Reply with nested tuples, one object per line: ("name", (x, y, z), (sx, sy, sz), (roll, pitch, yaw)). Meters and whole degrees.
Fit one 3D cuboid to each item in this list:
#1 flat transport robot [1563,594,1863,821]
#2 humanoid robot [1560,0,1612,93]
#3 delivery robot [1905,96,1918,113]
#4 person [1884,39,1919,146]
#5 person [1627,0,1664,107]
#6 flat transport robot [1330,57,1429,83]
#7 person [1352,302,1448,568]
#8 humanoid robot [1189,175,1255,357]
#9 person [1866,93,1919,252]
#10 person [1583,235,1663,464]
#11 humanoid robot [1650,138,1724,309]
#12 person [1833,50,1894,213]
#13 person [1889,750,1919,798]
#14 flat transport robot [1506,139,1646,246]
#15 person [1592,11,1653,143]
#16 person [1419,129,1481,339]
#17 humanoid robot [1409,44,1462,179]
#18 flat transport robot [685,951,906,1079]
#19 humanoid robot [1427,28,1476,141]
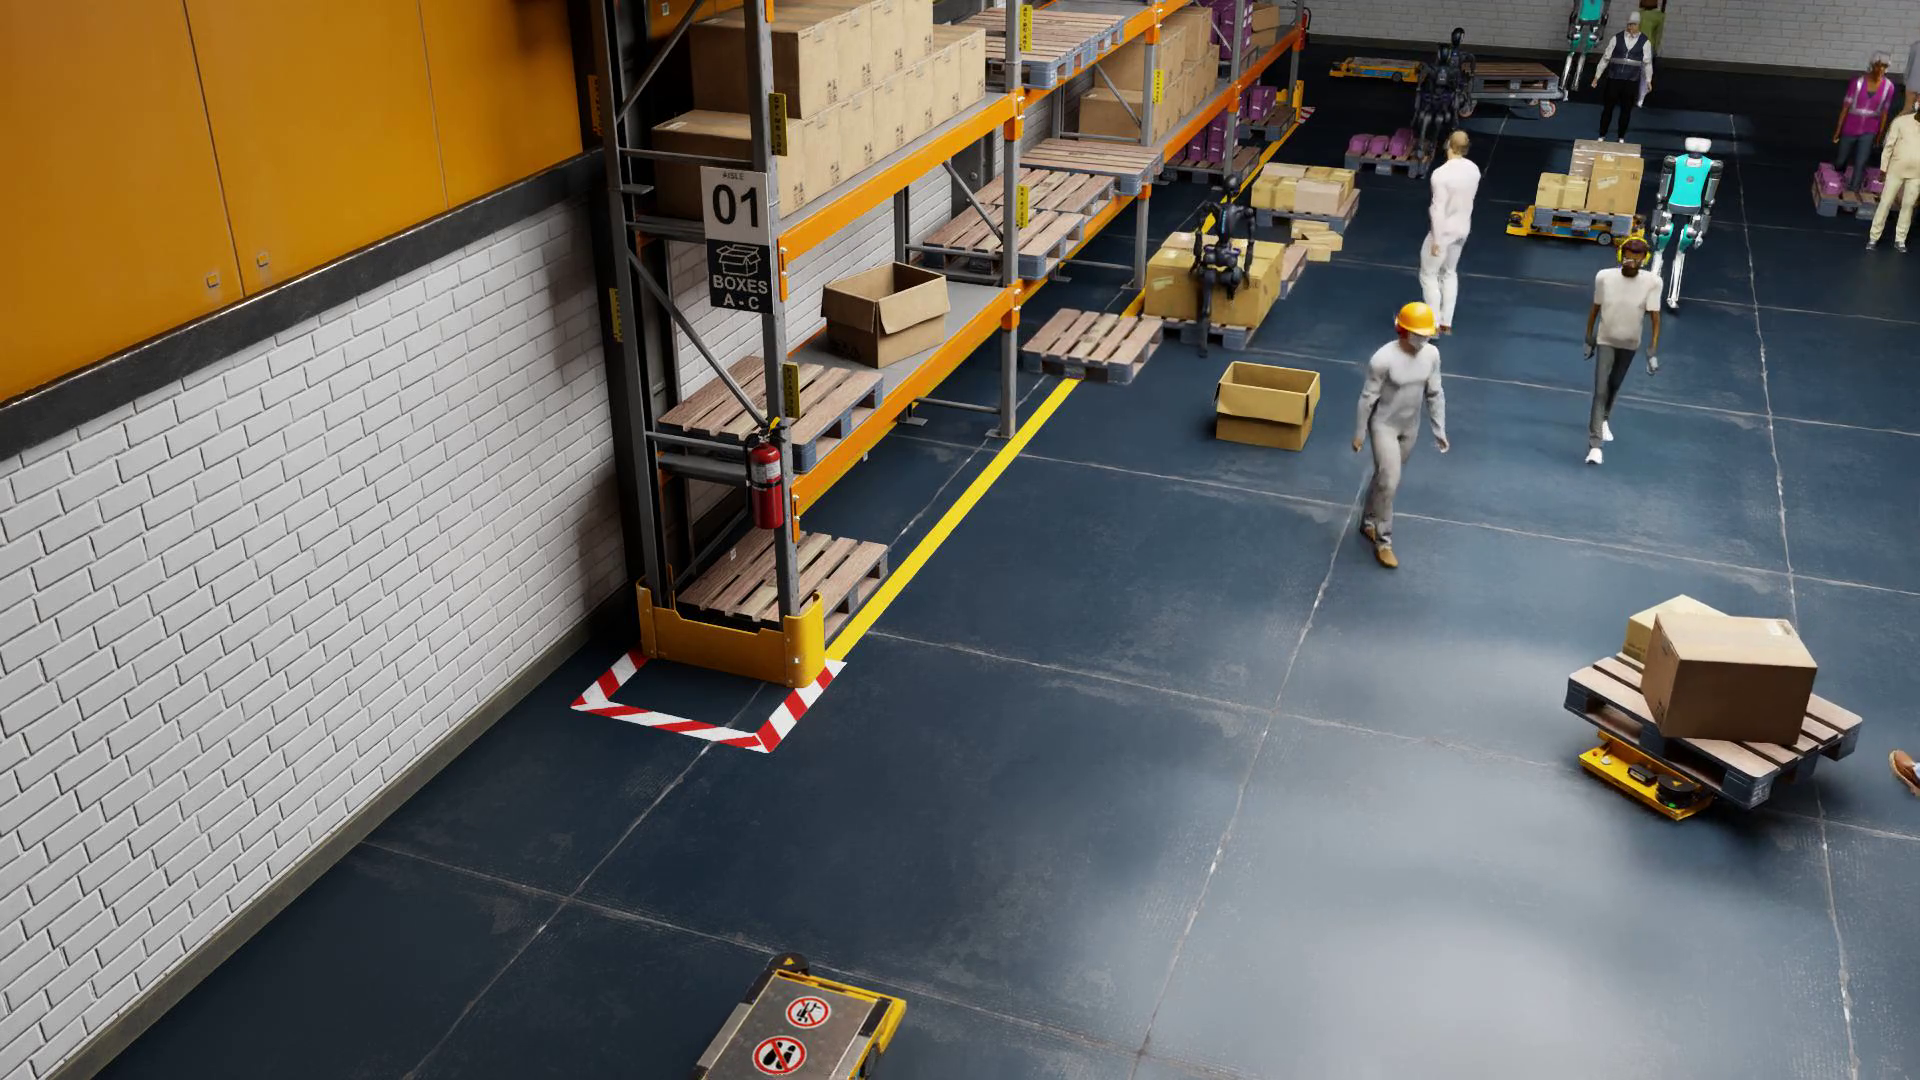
("flat transport robot", (4.280, 1.152, 9.516), (1.431, 0.231, 0.659), (-17, 32, -29))
("humanoid robot", (9.292, -7.523, 24.751), (0.553, 1.770, 0.767), (6, 28, 11))
("delivery robot", (13.538, -6.012, 23.119), (0.499, 0.613, 0.816), (-15, 31, -26))
("person", (12.476, -5.905, 21.600), (0.598, 1.734, 0.571), (-15, 31, -26))
("person", (9.912, -7.166, 24.213), (0.513, 1.586, 0.862), (6, 28, 11))
("flat transport robot", (6.564, -7.361, 26.030), (1.431, 0.231, 0.659), (10, 29, 19))
("person", (3.057, -0.738, 11.435), (0.579, 1.863, 0.777), (-11, 29, -20))
("humanoid robot", (2.385, -2.531, 15.169), (0.587, 1.628, 0.752), (9, 29, 18))
("person", (10.157, -3.970, 17.827), (0.558, 1.754, 0.319), (10, 29, 18))
("person", (5.174, -1.510, 12.999), (0.571, 1.800, 1.000), (8, 28, 15))
("humanoid robot", (6.915, -3.080, 15.974), (0.533, 1.680, 0.735), (10, 29, 19))
("person", (10.468, -4.786, 19.342), (0.524, 1.818, 0.772), (13, 30, 24))
("person", (5.577, 0.723, 8.565), (0.687, 1.914, 1.101), (-6, 28, -12))
("flat transport robot", (6.884, -3.517, 18.573), (1.431, 0.231, 0.659), (10, 29, 19))
("person", (8.699, -6.035, 21.830), (0.745, 1.758, 0.427), (10, 29, 18))
("person", (4.546, -2.846, 15.496), (0.657, 1.895, 0.455), (-19, 33, -32))
("humanoid robot", (5.867, -5.284, 20.509), (0.600, 1.635, 0.734), (2, 27, 3))
("flat transport robot", (-0.801, 2.362, 7.168), (0.659, 0.231, 1.431), (10, 29, 18))
("humanoid robot", (6.268, -5.695, 21.245), (0.599, 1.657, 0.315), (10, 29, 19))
